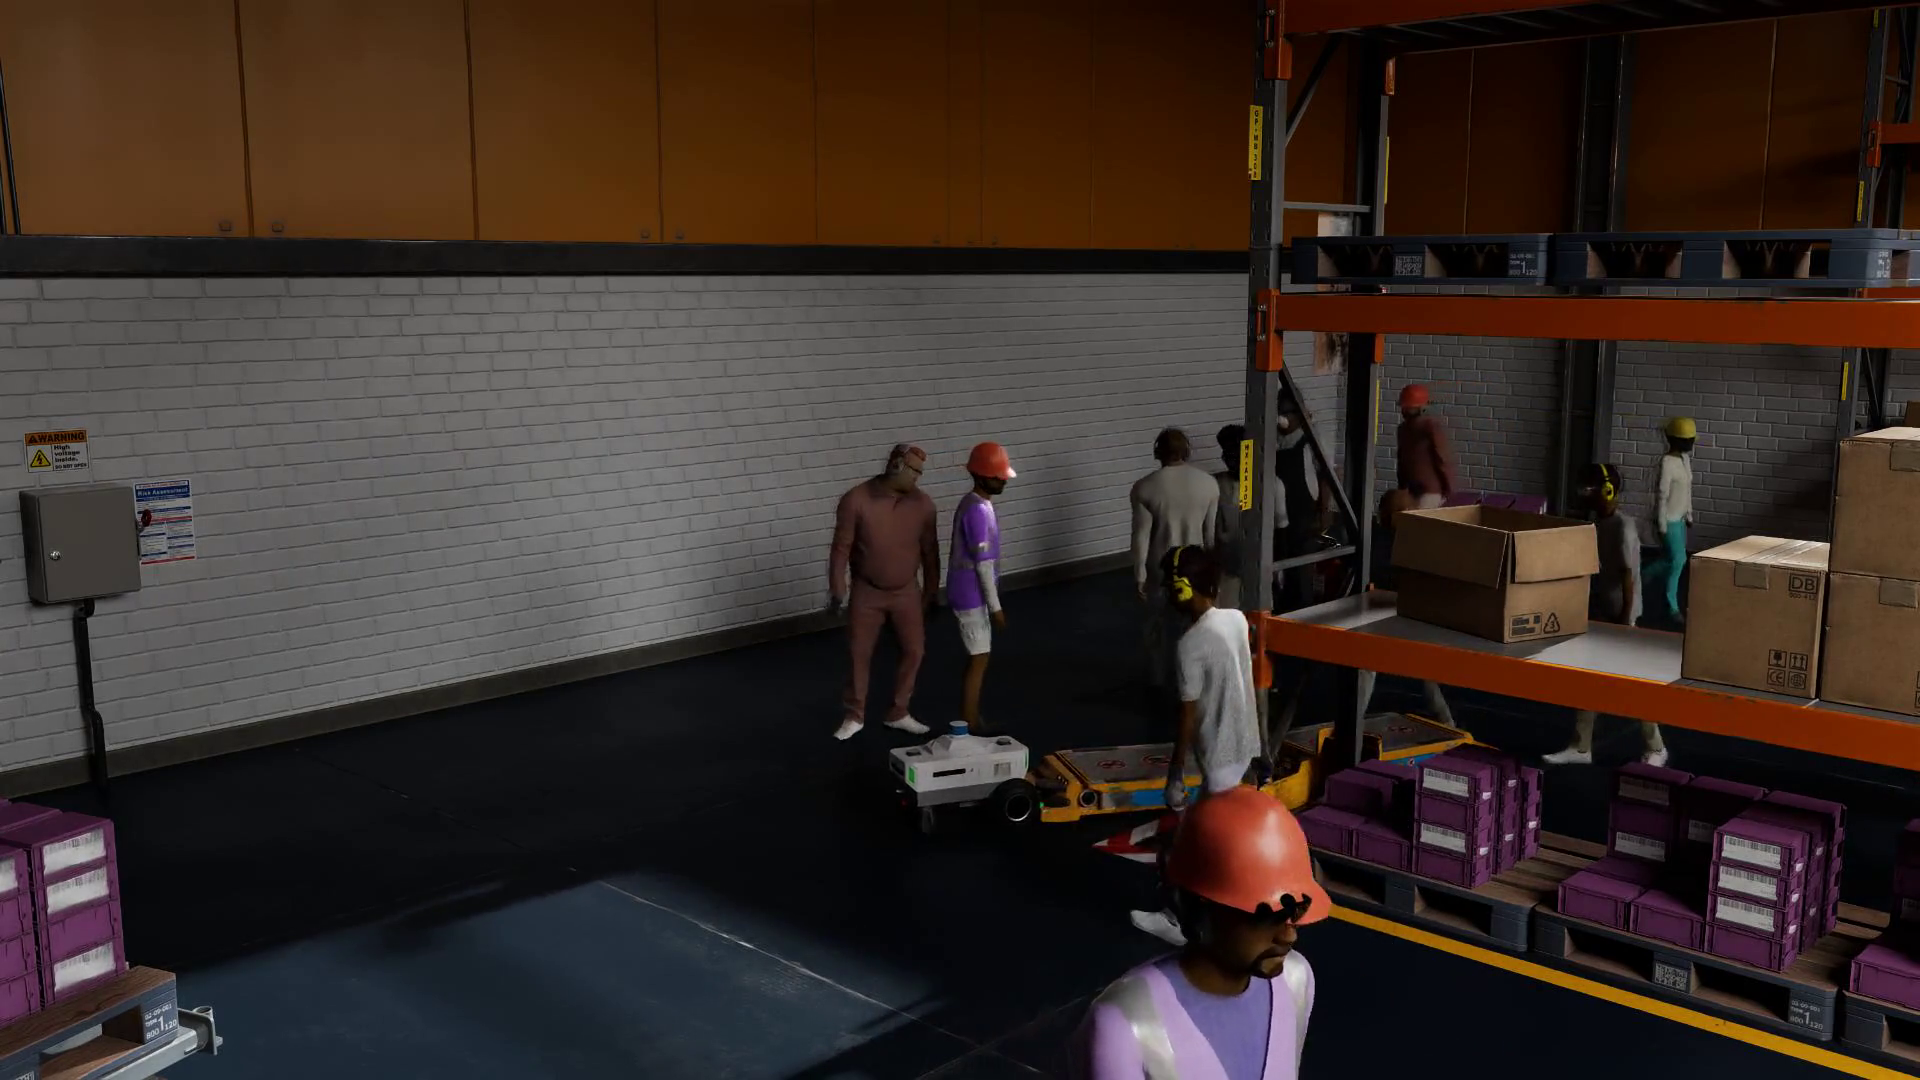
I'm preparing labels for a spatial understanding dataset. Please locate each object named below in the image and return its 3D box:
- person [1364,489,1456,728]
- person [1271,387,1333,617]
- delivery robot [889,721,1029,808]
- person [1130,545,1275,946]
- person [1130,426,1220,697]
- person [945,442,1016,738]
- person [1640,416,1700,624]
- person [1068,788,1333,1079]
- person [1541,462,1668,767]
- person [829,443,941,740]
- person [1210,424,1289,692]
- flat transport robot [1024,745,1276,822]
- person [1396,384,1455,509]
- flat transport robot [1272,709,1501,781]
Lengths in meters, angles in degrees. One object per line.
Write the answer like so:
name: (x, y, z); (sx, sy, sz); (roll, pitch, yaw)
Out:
person: (2.741, 0.468, 10.416); (0.819, 1.598, 0.502); (5, 10, 26)
person: (2.625, -0.286, 13.667); (0.706, 2.000, 1.015); (8, 12, 41)
delivery robot: (-0.007, 1.201, 8.803); (0.707, 0.478, 0.477); (-4, 10, -22)
person: (0.998, 0.916, 6.978); (0.875, 1.819, 0.570); (6, 11, 32)
person: (1.445, 0.191, 11.166); (0.617, 1.907, 0.872); (-1, 9, -5)
person: (0.129, 0.351, 10.140); (0.425, 1.918, 0.573); (1, 9, 4)
person: (5.876, -0.176, 13.886); (0.578, 1.741, 0.534); (7, 12, 39)
person: (0.507, 1.450, 3.143); (0.624, 1.992, 1.006); (-6, 11, -34)
person: (3.852, 0.459, 9.759); (0.676, 1.841, 0.550); (-1, 9, -6)
person: (-0.473, 0.335, 10.417); (0.711, 1.869, 0.439); (-3, 10, -18)
person: (1.932, 0.147, 11.418); (0.623, 1.925, 0.716); (2, 9, 12)
flat transport robot: (1.045, 1.321, 9.224); (1.431, 0.197, 0.652); (-2, 10, -13)
person: (4.324, -0.479, 15.213); (1.042, 1.937, 0.649); (-3, 10, -16)
flat transport robot: (2.421, 1.232, 9.769); (1.431, 0.197, 0.652); (-5, 10, -28)
